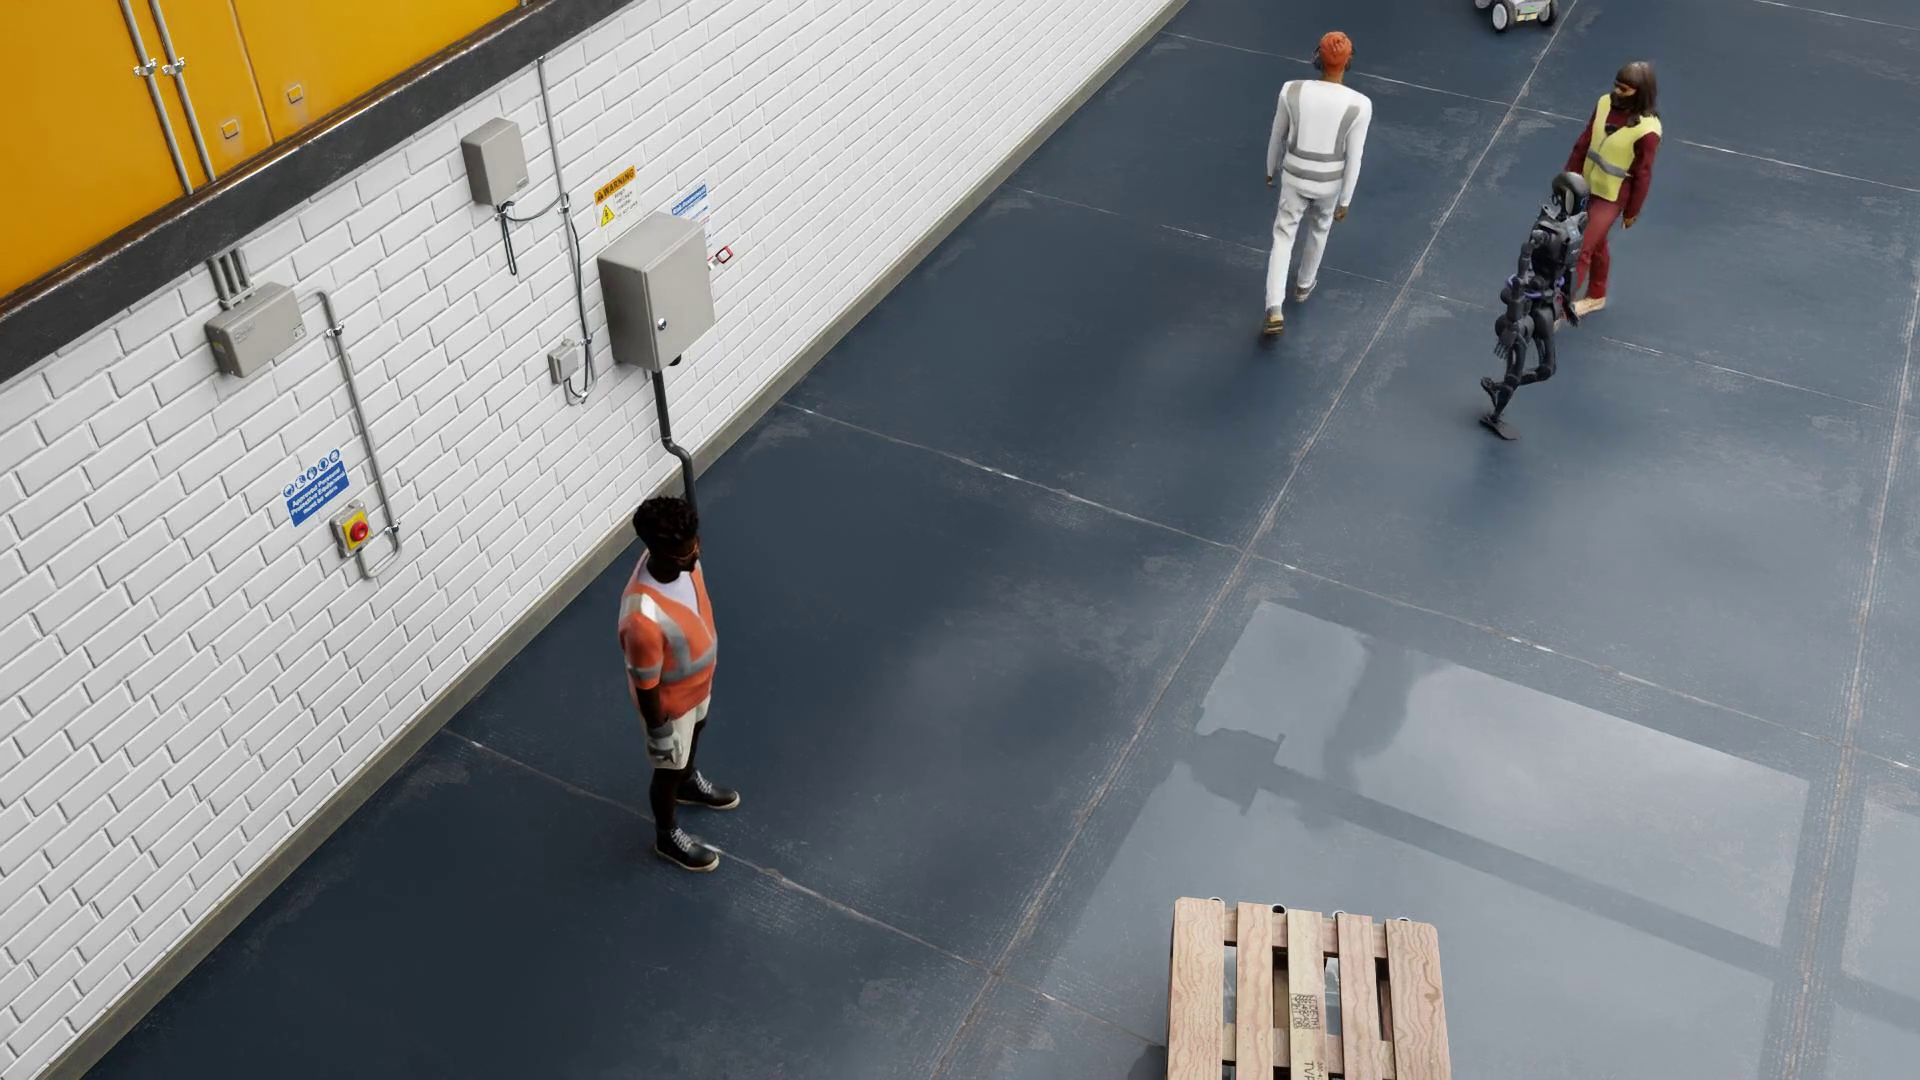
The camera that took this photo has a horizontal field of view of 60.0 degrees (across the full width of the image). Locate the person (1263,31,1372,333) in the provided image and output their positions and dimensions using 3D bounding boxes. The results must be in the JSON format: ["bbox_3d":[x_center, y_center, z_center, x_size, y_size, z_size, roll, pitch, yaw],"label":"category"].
[{"bbox_3d":[2.120,-2.150,10.129,0.585,1.853,0.885,13,42,14],"label":"person"}]

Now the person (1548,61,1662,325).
[{"bbox_3d":[3.813,-2.069,10.116,0.854,1.734,0.478,-13,42,-15],"label":"person"}]

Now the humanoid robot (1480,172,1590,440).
[{"bbox_3d":[3.181,-1.309,9.273,0.599,1.640,0.418,-27,47,-28],"label":"humanoid robot"}]

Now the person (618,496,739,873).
[{"bbox_3d":[-1.162,0.588,6.874,0.391,1.953,0.617,6,41,7],"label":"person"}]

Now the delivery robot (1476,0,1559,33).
[{"bbox_3d":[4.676,-4.616,13.984,0.511,0.613,0.784,-11,42,-13],"label":"delivery robot"}]
